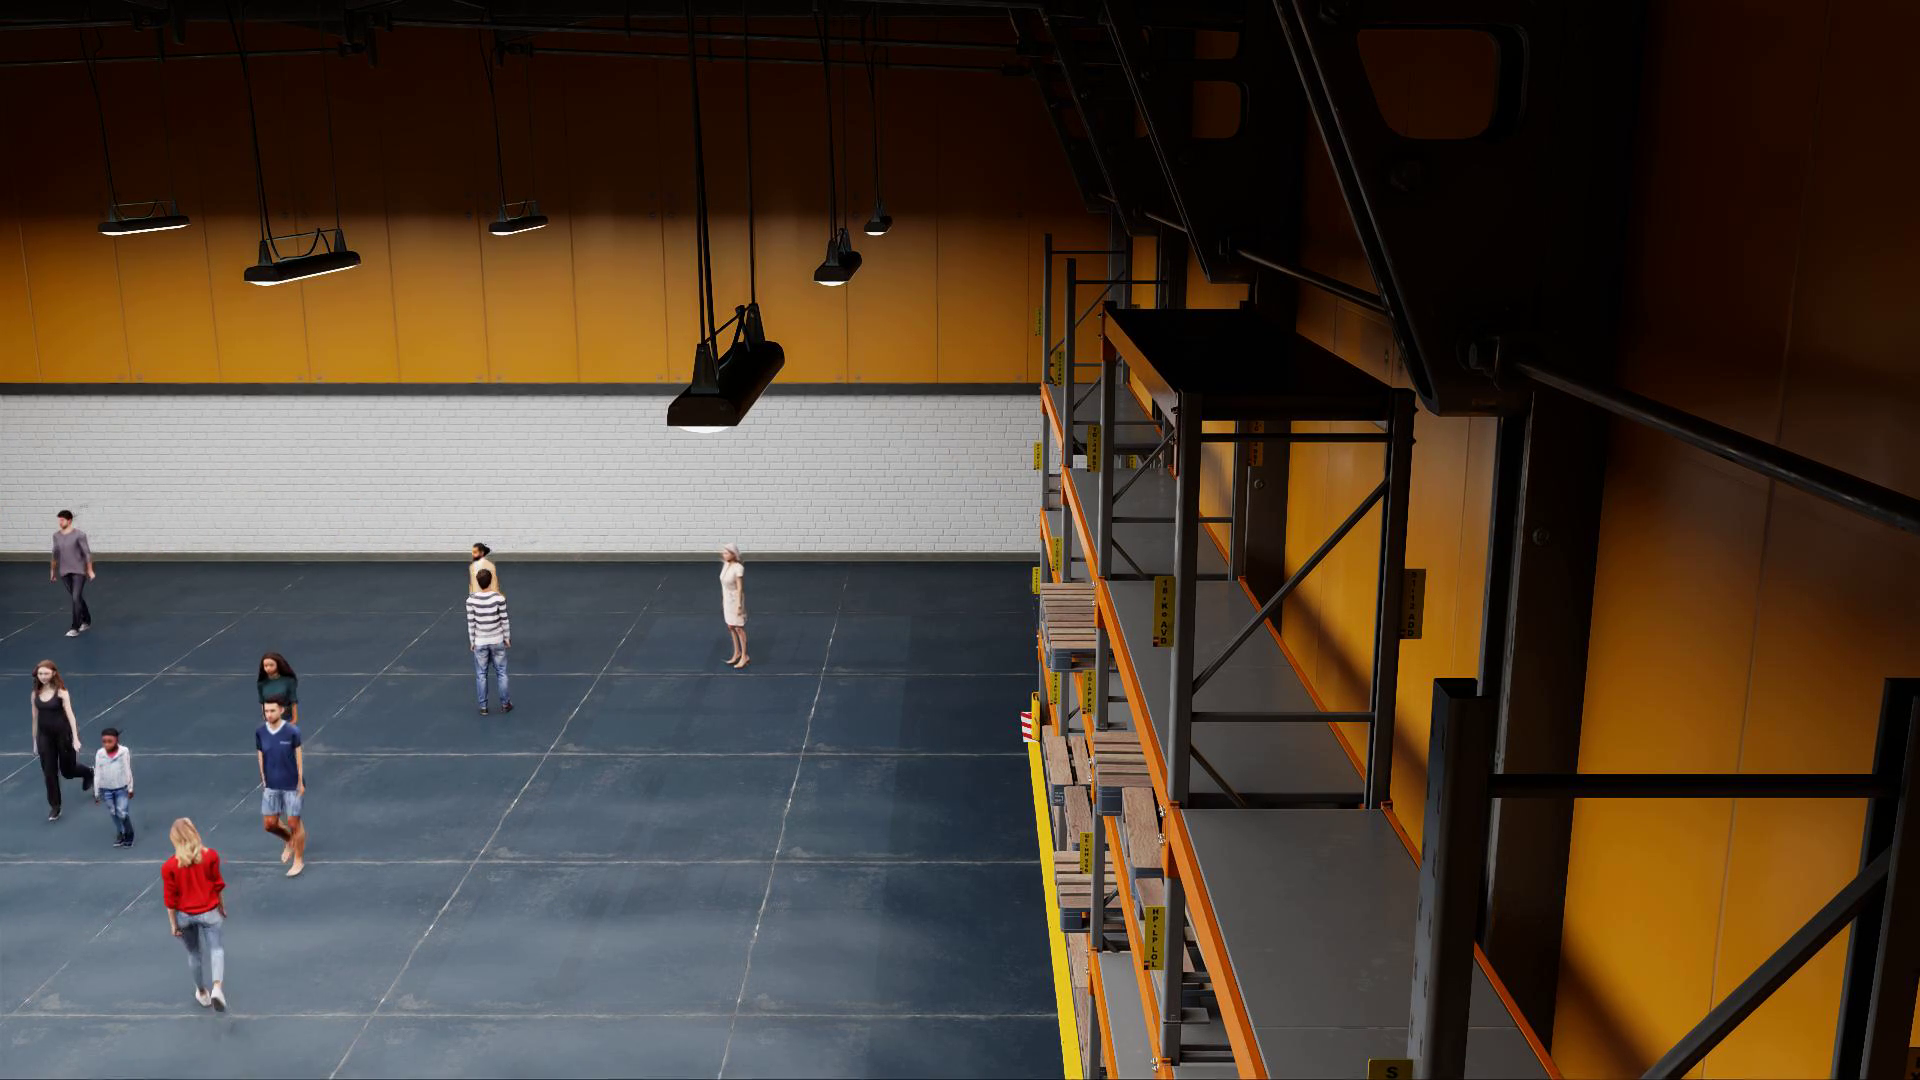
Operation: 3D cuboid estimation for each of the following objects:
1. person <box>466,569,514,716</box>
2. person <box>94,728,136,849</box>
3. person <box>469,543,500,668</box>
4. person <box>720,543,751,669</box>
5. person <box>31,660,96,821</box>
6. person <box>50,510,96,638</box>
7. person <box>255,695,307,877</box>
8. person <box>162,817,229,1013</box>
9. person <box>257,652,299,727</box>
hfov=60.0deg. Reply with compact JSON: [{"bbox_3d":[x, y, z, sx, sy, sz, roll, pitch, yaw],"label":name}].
[{"bbox_3d":[-5.893,1.264,20.822,0.695,1.854,0.612,-3,14,-13],"label":"person"},{"bbox_3d":[-8.618,2.498,17.012,0.494,1.250,0.548,-1,14,-5],"label":"person"},{"bbox_3d":[-6.406,0.875,22.665,0.809,1.743,0.850,10,17,36],"label":"person"},{"bbox_3d":[-3.063,0.885,22.648,0.754,1.732,0.672,-10,17,-35],"label":"person"},{"bbox_3d":[-9.598,2.077,17.765,0.687,1.713,1.050,0,14,-2],"label":"person"},{"bbox_3d":[-12.858,0.450,24.238,0.813,1.829,0.993,2,14,10],"label":"person"},{"bbox_3d":[-6.600,2.362,16.334,0.617,1.833,0.700,0,14,1],"label":"person"},{"bbox_3d":[-6.208,3.096,13.598,0.899,1.695,1.034,-8,16,-31],"label":"person"},{"bbox_3d":[-7.475,1.992,18.393,0.677,1.584,1.026,-2,14,-8],"label":"person"}]
